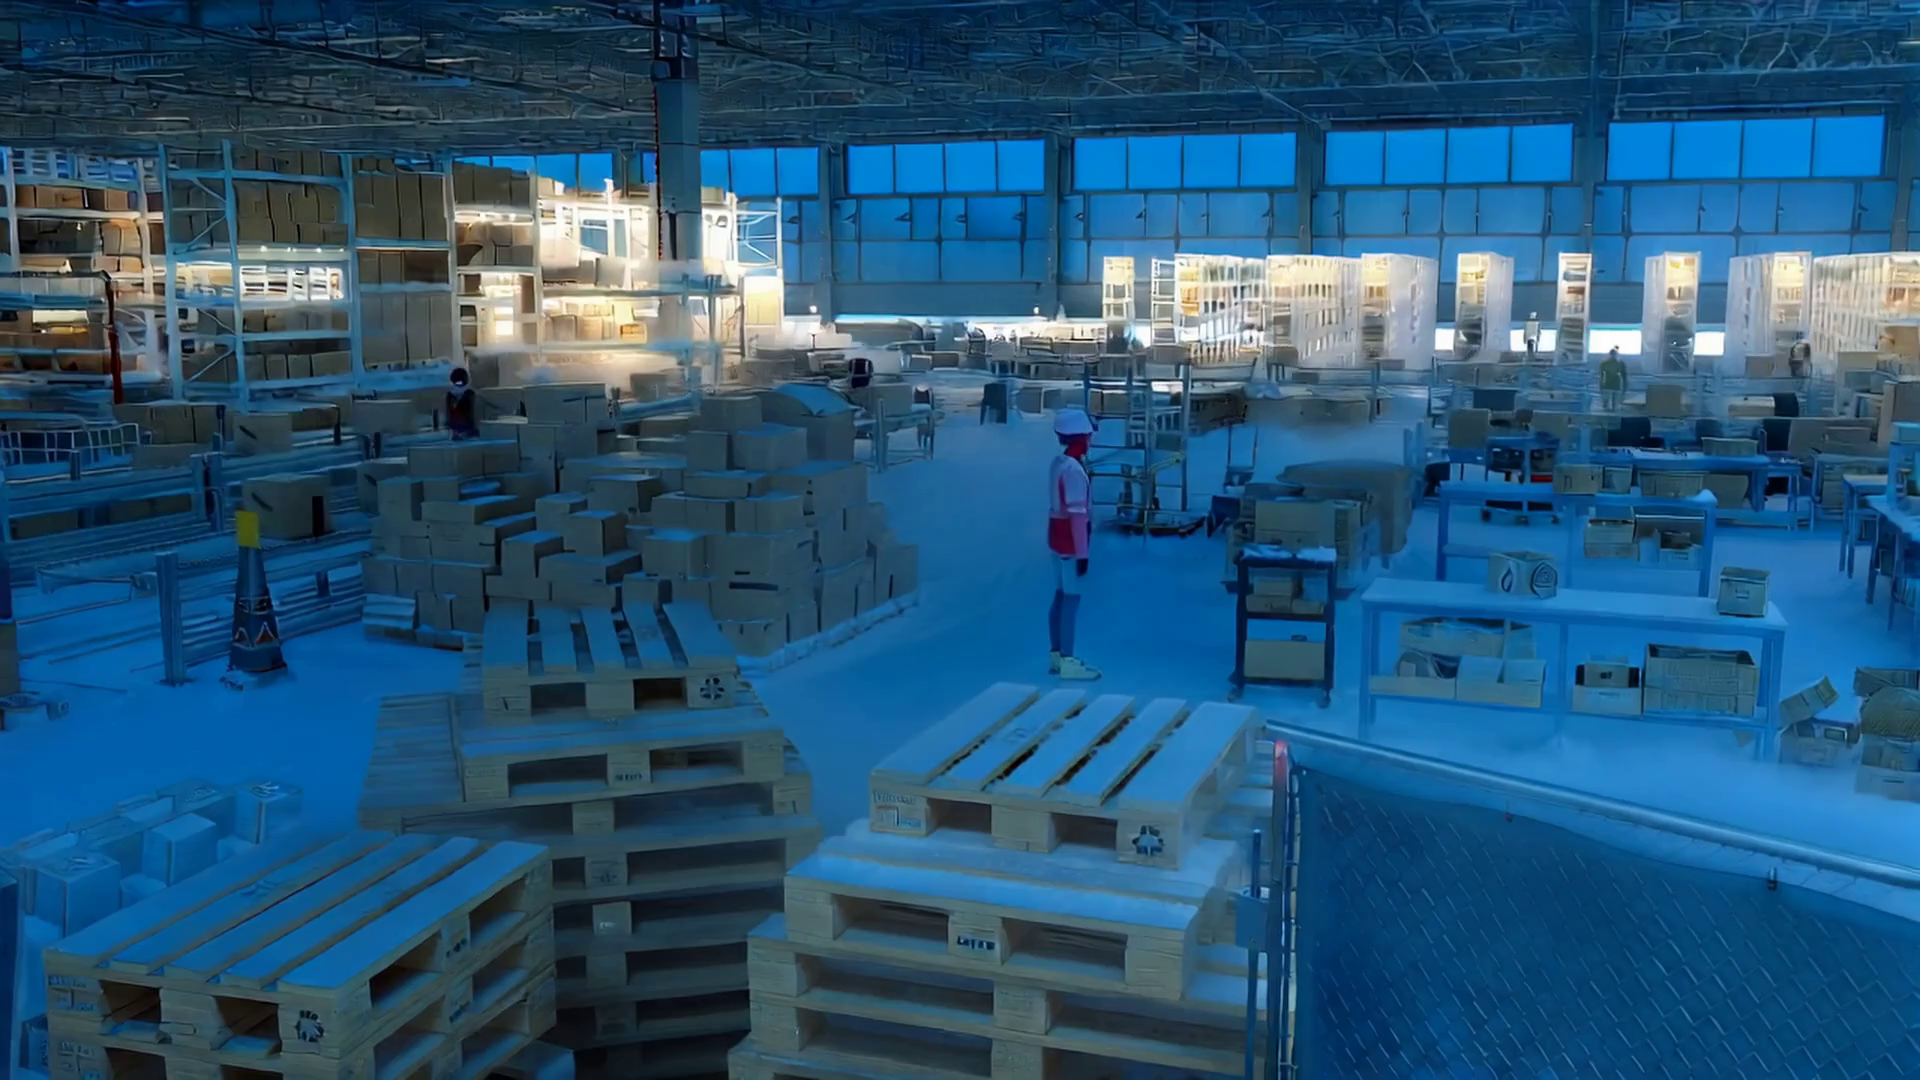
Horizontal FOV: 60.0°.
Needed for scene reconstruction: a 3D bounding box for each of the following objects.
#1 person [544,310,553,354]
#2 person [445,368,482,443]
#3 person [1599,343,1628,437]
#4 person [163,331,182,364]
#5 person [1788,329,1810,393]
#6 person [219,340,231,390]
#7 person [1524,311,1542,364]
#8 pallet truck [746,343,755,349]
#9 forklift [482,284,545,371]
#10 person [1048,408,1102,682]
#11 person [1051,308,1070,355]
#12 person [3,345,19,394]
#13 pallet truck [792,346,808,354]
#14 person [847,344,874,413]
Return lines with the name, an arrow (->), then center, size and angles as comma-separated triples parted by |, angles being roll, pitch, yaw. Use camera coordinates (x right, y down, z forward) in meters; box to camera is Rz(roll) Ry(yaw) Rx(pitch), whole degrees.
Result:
person -> -14.466, -7.135, 58.150 | 0.634, 1.839, 0.429 | -4, 10, -26
person -> -6.660, -1.430, 22.466 | 0.597, 1.800, 0.884 | 4, 10, 22
person -> 12.192, -2.782, 31.048 | 0.529, 1.768, 0.312 | 8, 12, 40
person -> -24.184, -5.878, 51.027 | 0.524, 1.595, 0.879 | 3, 10, 20
person -> 19.199, -3.911, 37.969 | 0.598, 1.821, 0.546 | -6, 11, -33
person -> -19.234, -4.749, 43.926 | 0.511, 1.594, 0.801 | 8, 12, 42
person -> 19.423, -6.847, 56.419 | 0.588, 1.809, 0.831 | 2, 9, 13
pallet truck -> -6.183, -4.618, 44.264 | 1.601, 1.201, 0.680 | -9, 12, -43
forklift -> -10.832, -4.702, 39.610 | 1.129, 2.768, 1.873 | 3, 10, 20
person -> 0.849, 0.037, 12.467 | 0.369, 2.048, 0.608 | -2, 9, -13
person -> 3.235, -6.456, 53.397 | 0.620, 1.994, 0.381 | 2, 9, 11
person -> -19.566, -3.339, 34.176 | 0.567, 1.884, 0.675 | 4, 10, 22
pallet truck -> -3.705, -4.298, 42.022 | 0.653, 1.274, 1.630 | 3, 10, 20
person -> -1.988, -3.076, 33.218 | 0.536, 1.662, 0.841 | 0, 9, 0
